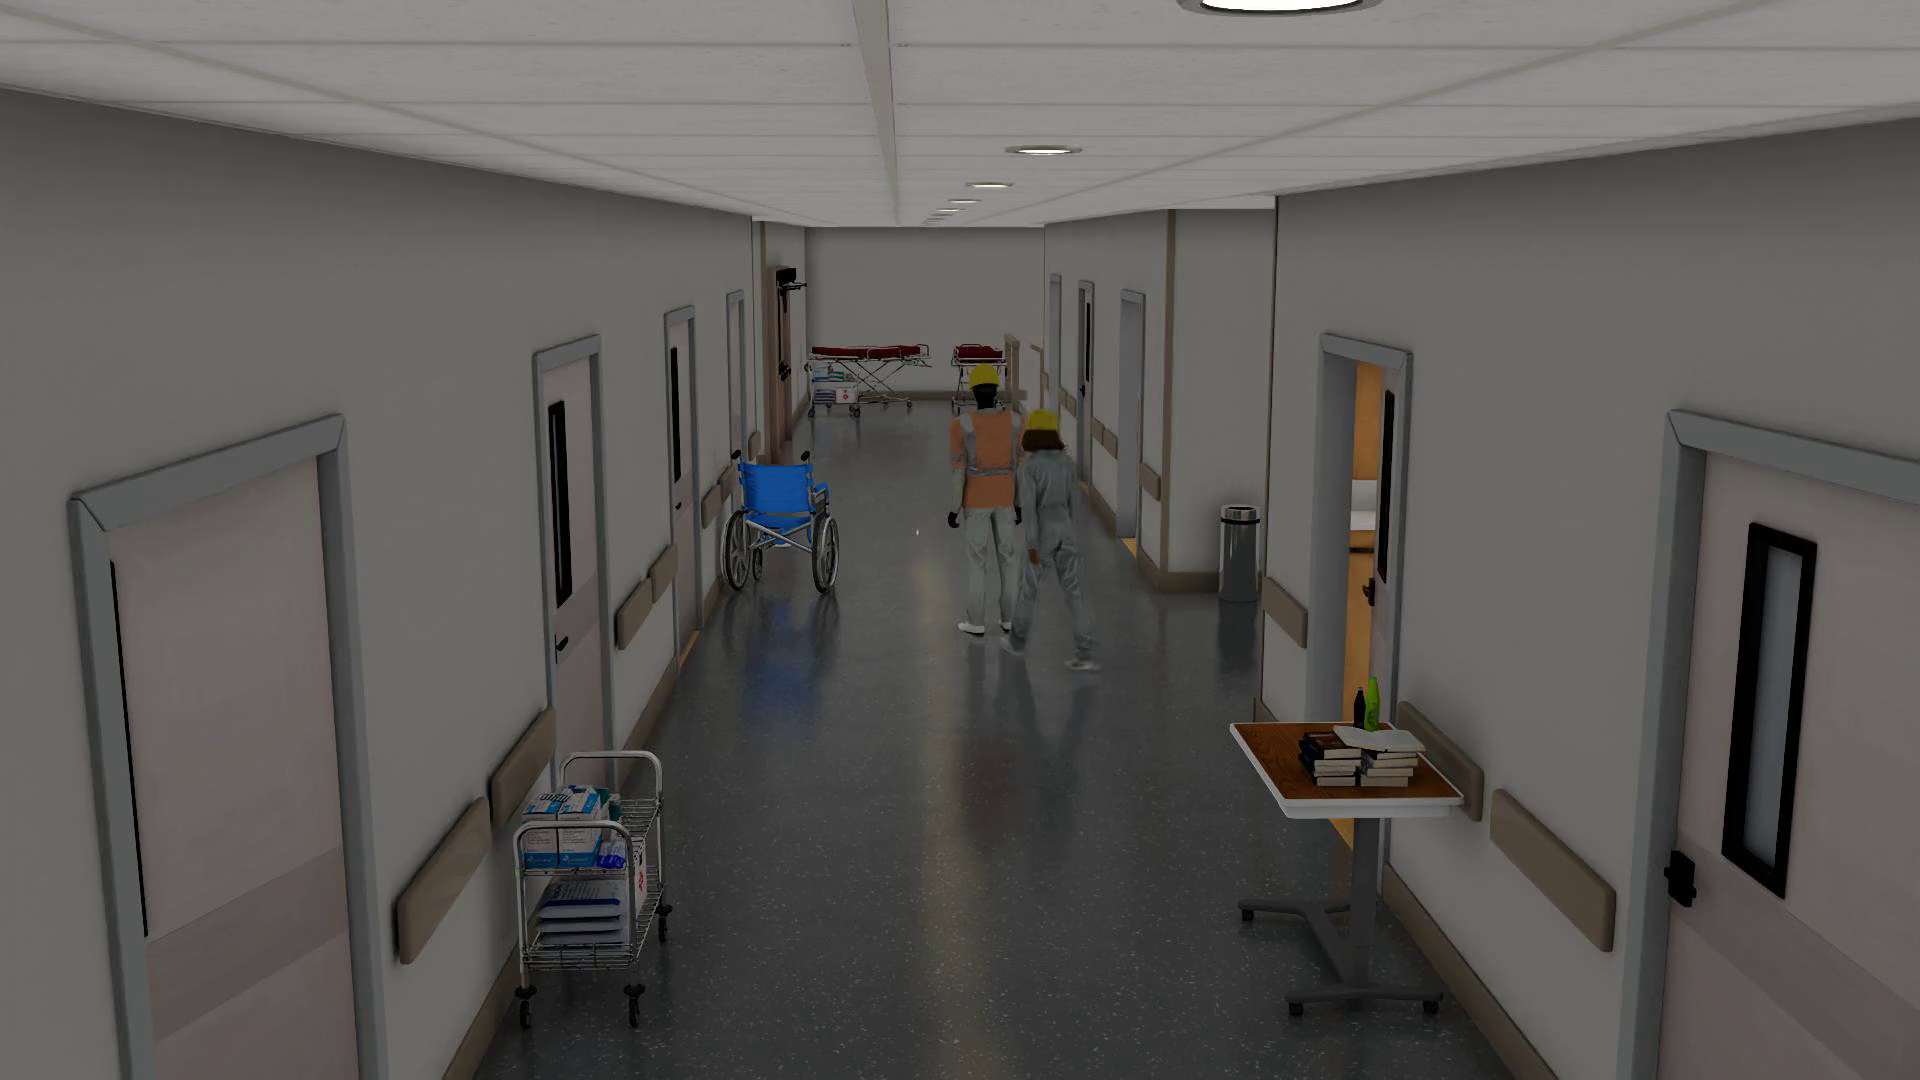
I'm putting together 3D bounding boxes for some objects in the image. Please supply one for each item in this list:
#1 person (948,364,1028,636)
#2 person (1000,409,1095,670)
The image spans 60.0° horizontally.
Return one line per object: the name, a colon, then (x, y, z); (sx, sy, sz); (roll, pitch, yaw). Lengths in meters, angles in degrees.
person: (0.186, -0.281, 11.769); (0.585, 1.917, 0.381); (-4, 11, -21)
person: (0.589, -0.012, 10.917); (0.491, 1.678, 0.896); (-6, 12, -31)
